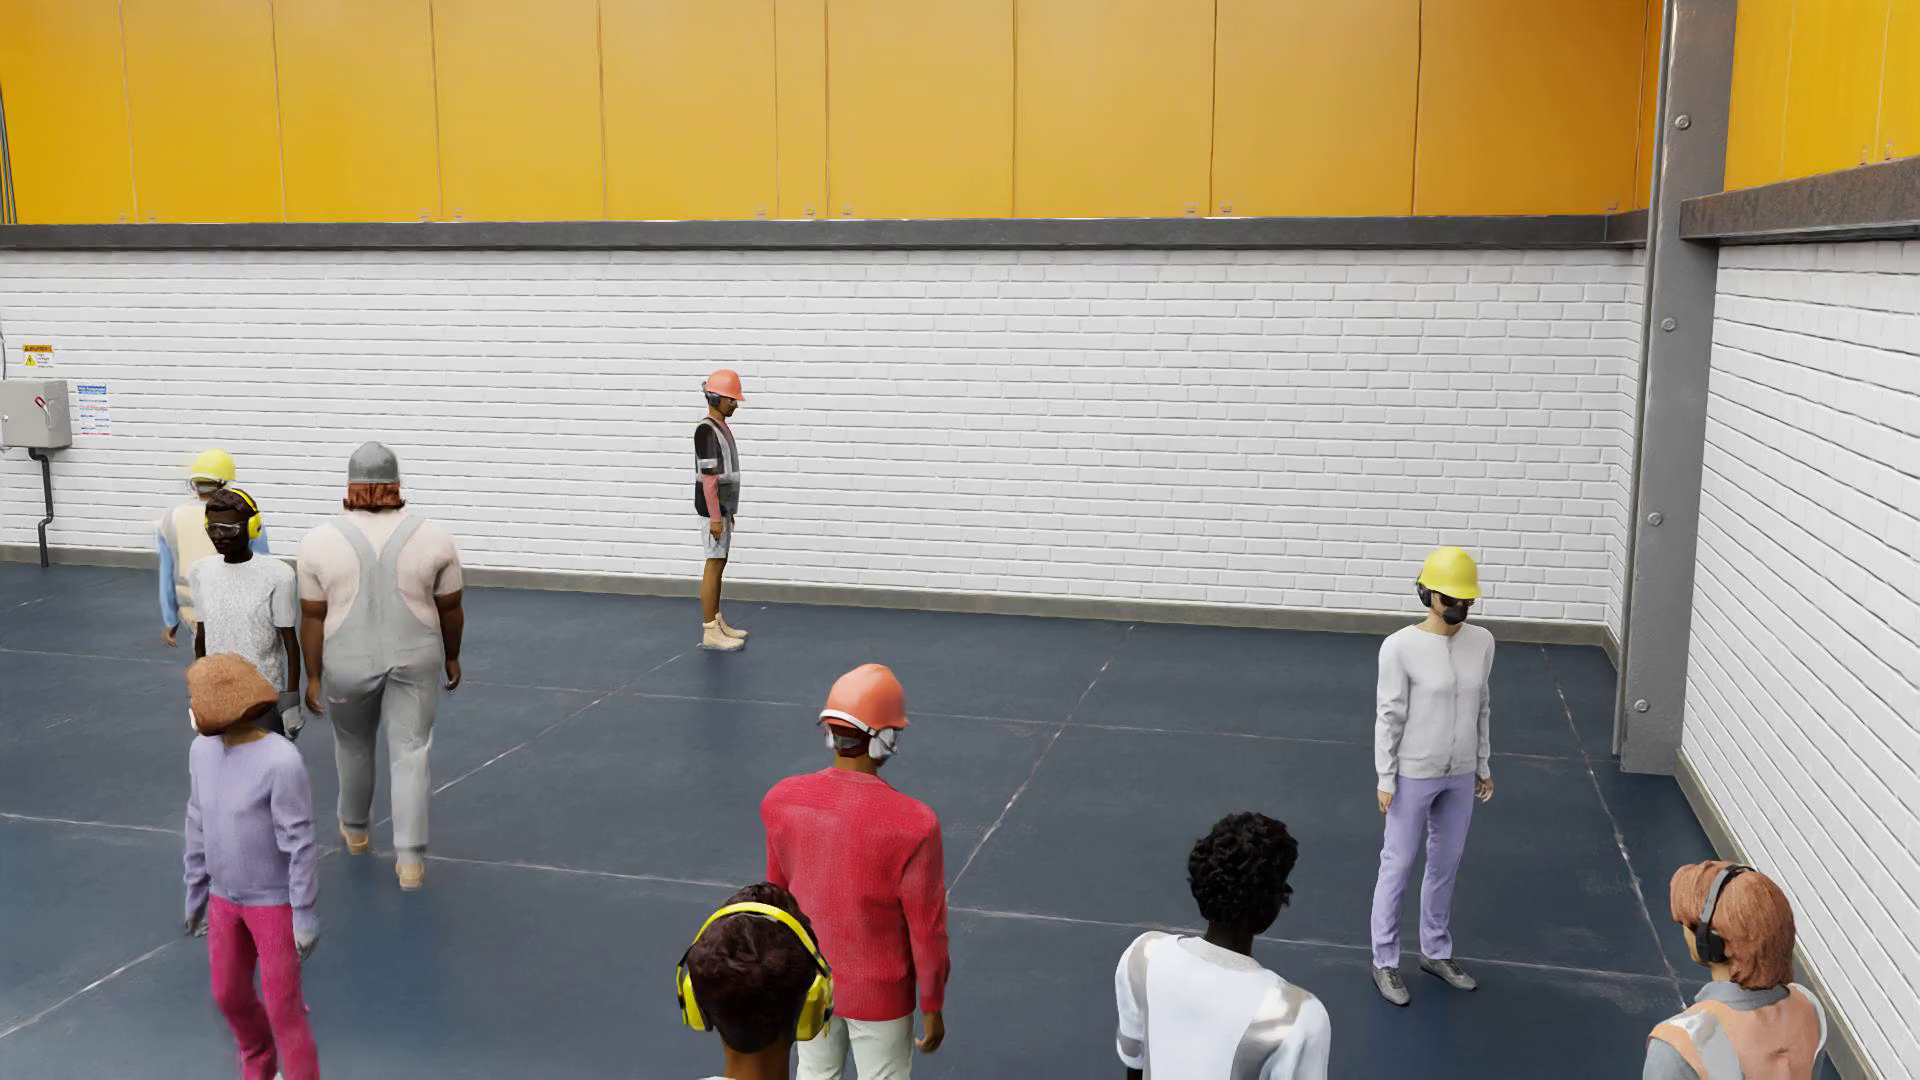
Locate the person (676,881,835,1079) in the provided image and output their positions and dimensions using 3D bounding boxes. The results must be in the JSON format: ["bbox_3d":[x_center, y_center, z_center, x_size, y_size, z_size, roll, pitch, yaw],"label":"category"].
[{"bbox_3d":[-0.307,1.456,2.690,0.523,1.875,0.322,3,10,18],"label":"person"}]

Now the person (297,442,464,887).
[{"bbox_3d":[-2.673,0.519,7.718,0.709,2.000,0.948,-4,10,-21],"label":"person"}]

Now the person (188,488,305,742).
[{"bbox_3d":[-3.114,0.688,7.272,0.501,1.861,0.325,2,10,11],"label":"person"}]

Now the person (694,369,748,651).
[{"bbox_3d":[-1.730,-0.223,12.108,0.391,2.034,0.605,0,10,0],"label":"person"}]

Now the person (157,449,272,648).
[{"bbox_3d":[-4.101,0.382,9.298,0.615,1.780,0.945,1,10,5],"label":"person"}]

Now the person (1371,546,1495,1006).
[{"bbox_3d":[1.820,0.890,6.344,0.533,1.765,0.326,-4,10,-23],"label":"person"}]

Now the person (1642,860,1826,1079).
[{"bbox_3d":[1.557,1.456,3.409,0.508,1.629,0.318,-6,11,-33],"label":"person"}]

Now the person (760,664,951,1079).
[{"bbox_3d":[-0.270,1.200,4.601,0.571,1.739,0.354,5,11,28],"label":"person"}]

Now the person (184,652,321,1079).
[{"bbox_3d":[-2.220,1.149,5.270,0.557,1.631,0.350,5,11,26],"label":"person"}]

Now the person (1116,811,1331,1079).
[{"bbox_3d":[0.555,1.404,3.553,0.322,1.686,0.540,-9,13,-44],"label":"person"}]
